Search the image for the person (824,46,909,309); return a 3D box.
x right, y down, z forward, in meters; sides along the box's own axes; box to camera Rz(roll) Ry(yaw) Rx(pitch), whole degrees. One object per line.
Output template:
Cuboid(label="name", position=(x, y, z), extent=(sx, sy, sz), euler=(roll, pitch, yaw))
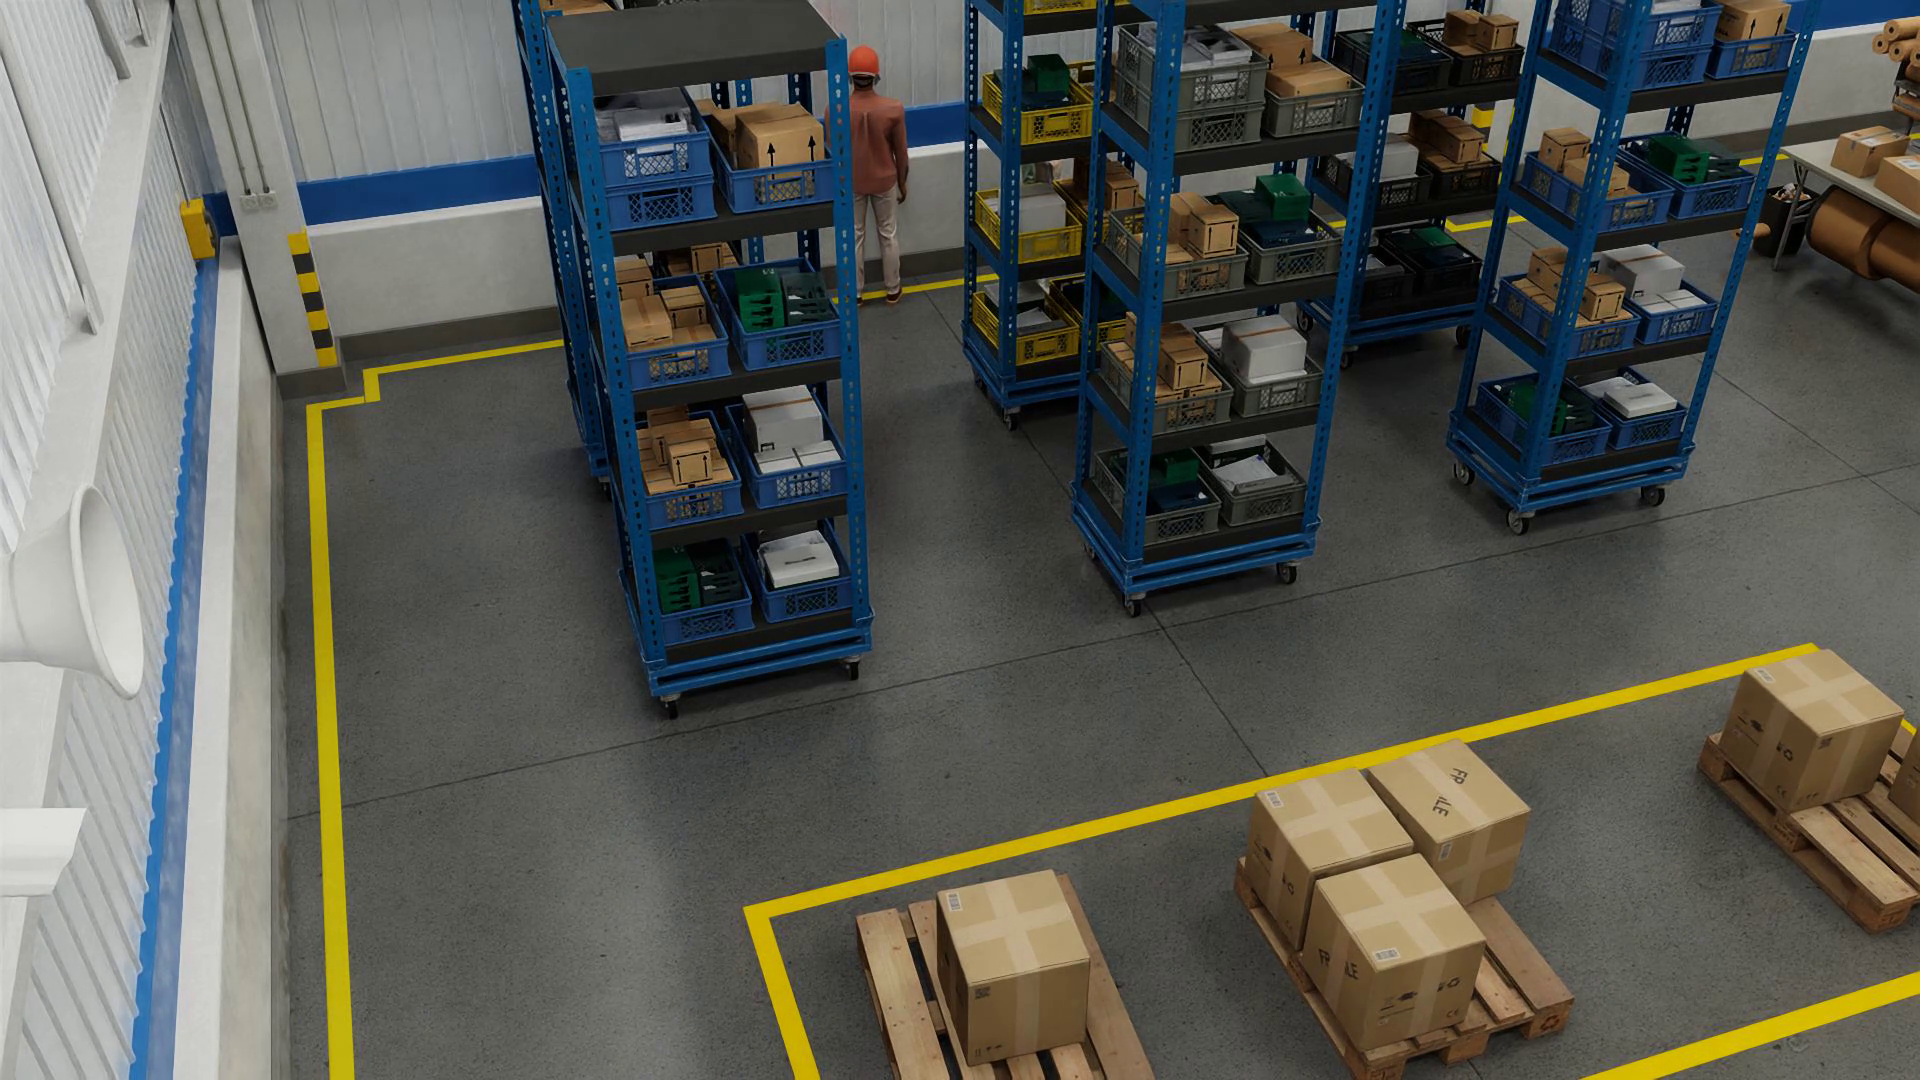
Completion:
Cuboid(label="person", position=(-0.681, -2.665, 12.326), extent=(0.608, 1.995, 0.377), euler=(-4, 35, -5))

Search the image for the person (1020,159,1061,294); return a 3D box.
Cuboid(label="person", position=(0.586, -2.502, 12.401), extent=(0.305, 1.638, 0.513), euler=(14, 37, 19))
